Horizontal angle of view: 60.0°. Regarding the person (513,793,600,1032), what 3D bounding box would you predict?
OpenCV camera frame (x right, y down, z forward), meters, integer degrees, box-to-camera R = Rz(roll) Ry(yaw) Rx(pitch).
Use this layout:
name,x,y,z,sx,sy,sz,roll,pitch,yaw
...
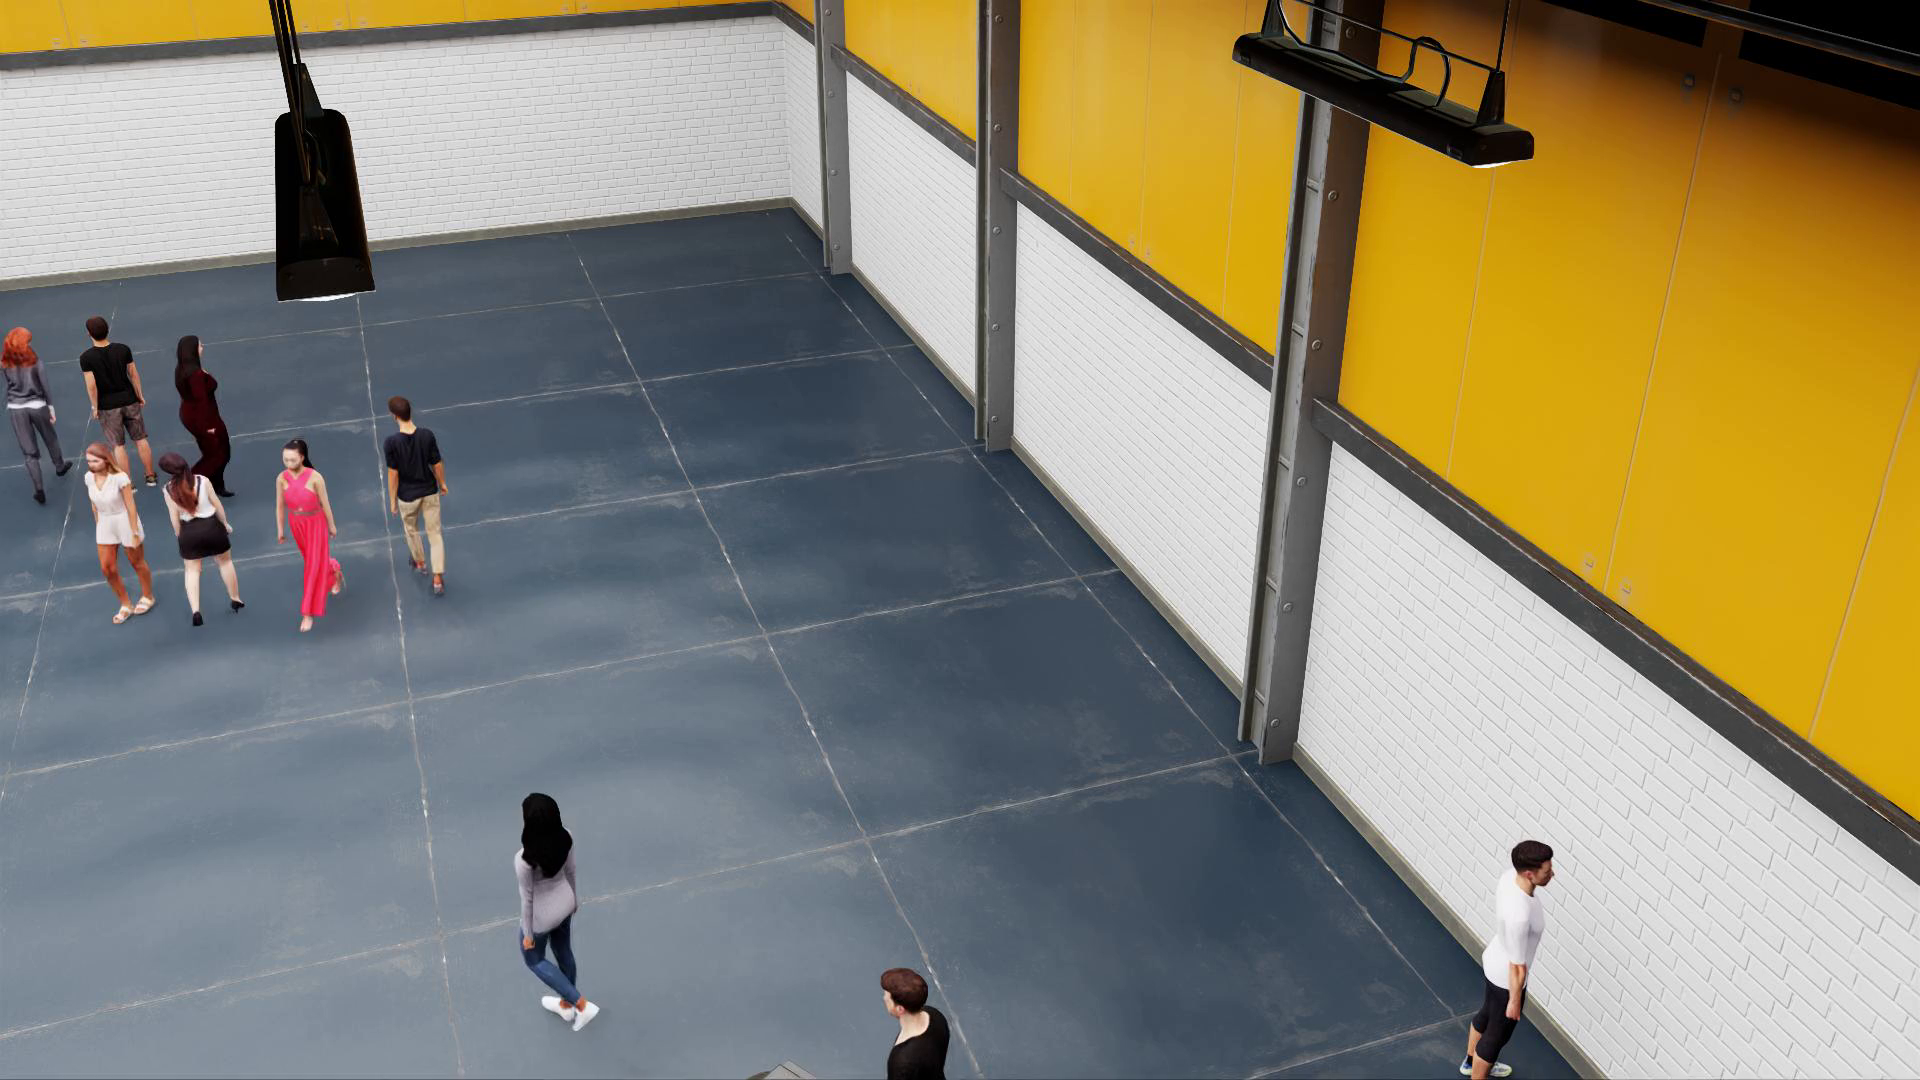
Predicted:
name,x,y,z,sx,sy,sz,roll,pitch,yaw
person,-2.426,2.308,10.114,0.929,1.728,0.855,16,33,27

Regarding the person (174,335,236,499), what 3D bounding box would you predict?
name,x,y,z,sx,sy,sz,roll,pitch,yaw
person,-7.588,-1.141,16.435,0.893,1.730,0.820,-19,34,-31

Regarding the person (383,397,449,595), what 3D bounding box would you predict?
name,x,y,z,sx,sy,sz,roll,pitch,yaw
person,-4.825,-0.356,14.904,0.835,1.817,1.033,-16,33,-27

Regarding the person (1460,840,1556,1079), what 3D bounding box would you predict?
name,x,y,z,sx,sy,sz,roll,pitch,yaw
person,3.171,2.491,9.651,0.815,1.850,0.687,6,29,10

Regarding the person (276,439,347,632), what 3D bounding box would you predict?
name,x,y,z,sx,sy,sz,roll,pitch,yaw
person,-5.680,-0.111,14.618,0.945,1.662,1.253,3,29,6

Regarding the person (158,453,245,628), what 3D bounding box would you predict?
name,x,y,z,sx,sy,sz,roll,pitch,yaw
person,-6.641,-0.010,14.480,0.642,1.617,0.692,-5,29,-8

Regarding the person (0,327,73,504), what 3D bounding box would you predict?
name,x,y,z,sx,sy,sz,roll,pitch,yaw
person,-9.257,-1.198,16.545,0.584,1.724,1.006,-14,32,-24

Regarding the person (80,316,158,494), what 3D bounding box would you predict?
name,x,y,z,sx,sy,sz,roll,pitch,yaw
person,-8.474,-1.373,16.722,0.754,1.862,0.733,-25,37,-37

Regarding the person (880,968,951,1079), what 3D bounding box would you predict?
name,x,y,z,sx,sy,sz,roll,pitch,yaw
person,-0.115,3.021,8.654,0.854,1.874,0.782,4,29,8

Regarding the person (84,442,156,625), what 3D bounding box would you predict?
name,x,y,z,sx,sy,sz,roll,pitch,yaw
person,-7.348,-0.133,14.636,0.747,1.683,0.833,2,29,4
